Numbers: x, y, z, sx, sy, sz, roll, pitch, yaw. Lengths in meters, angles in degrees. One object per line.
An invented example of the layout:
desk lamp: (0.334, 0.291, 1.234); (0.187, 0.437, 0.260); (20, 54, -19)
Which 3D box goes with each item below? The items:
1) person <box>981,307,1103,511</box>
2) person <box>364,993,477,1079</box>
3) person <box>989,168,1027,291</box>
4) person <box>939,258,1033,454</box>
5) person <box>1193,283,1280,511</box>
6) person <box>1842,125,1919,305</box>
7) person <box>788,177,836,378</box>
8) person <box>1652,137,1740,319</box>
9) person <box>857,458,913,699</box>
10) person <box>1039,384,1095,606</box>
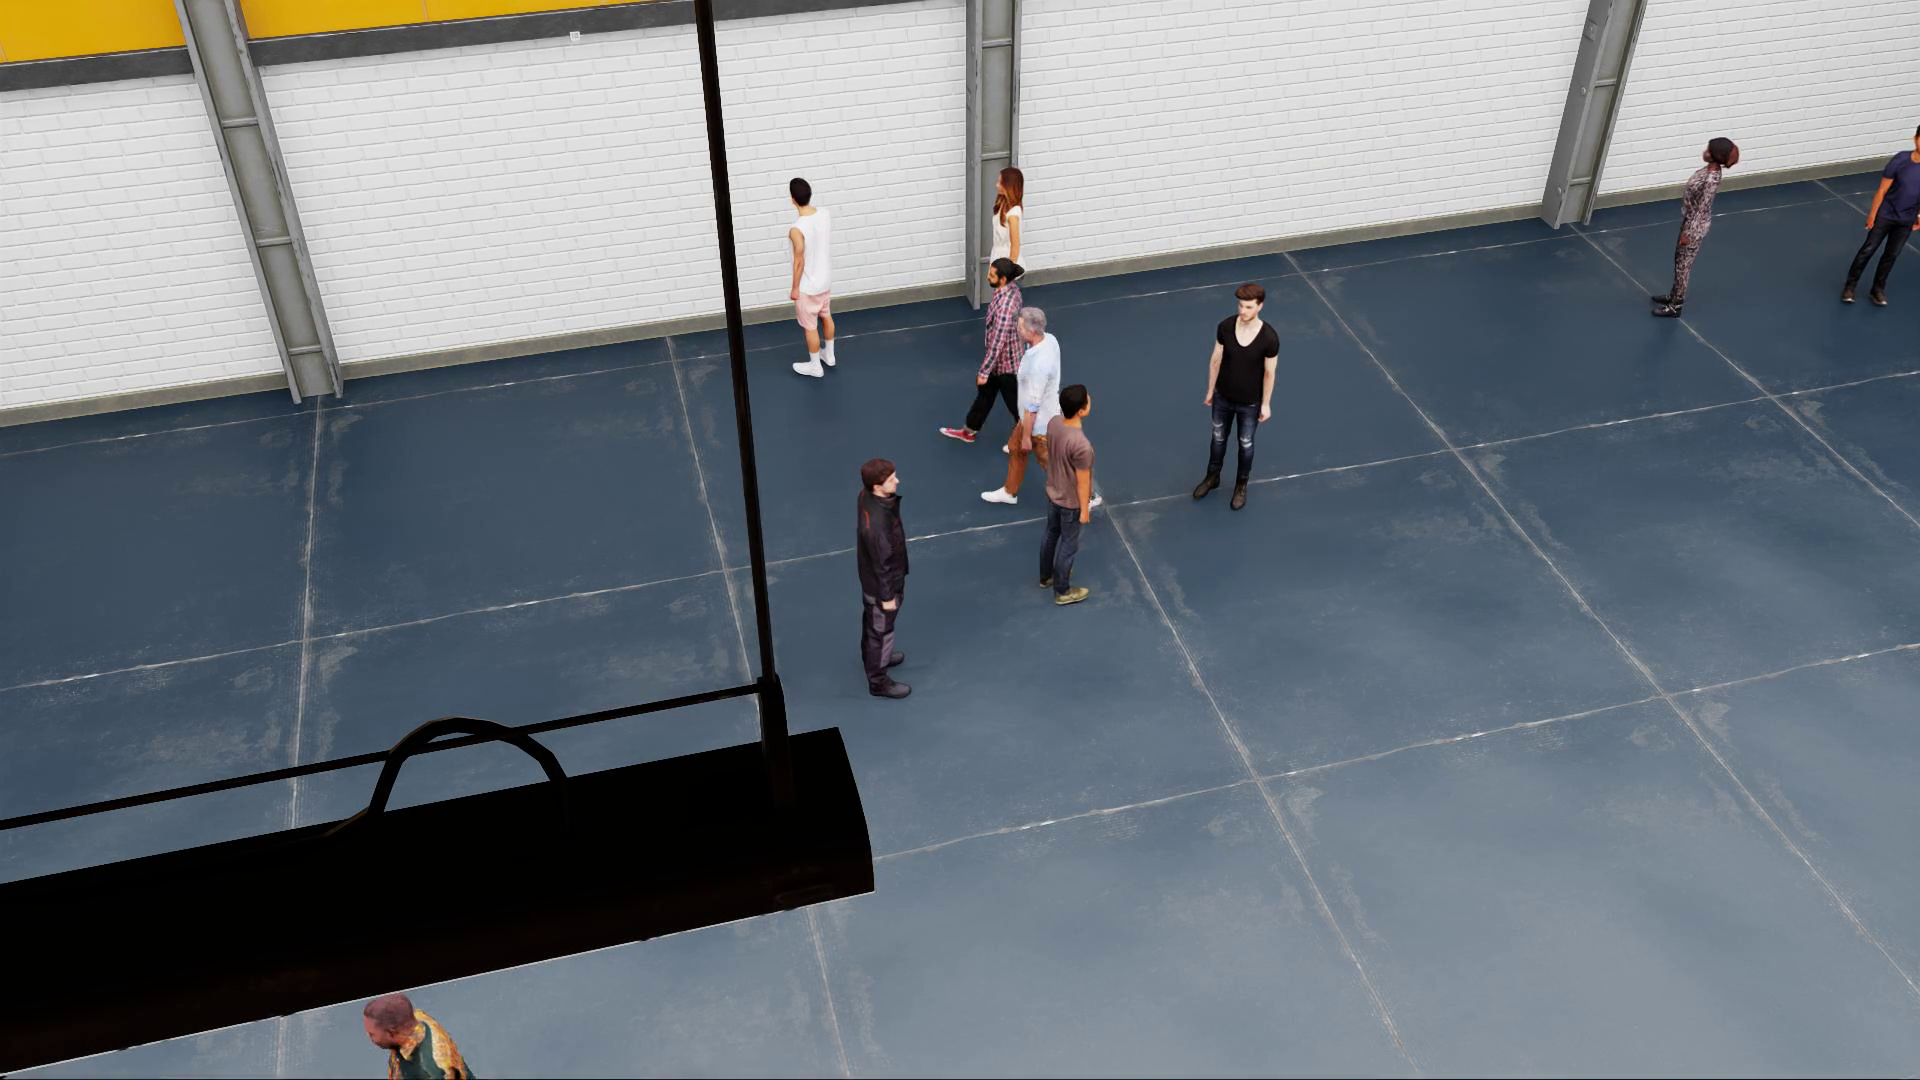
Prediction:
person: (0.681, -0.903, 12.391); (1.269, 1.782, 0.971); (4, 39, 5)
person: (-2.366, 2.720, 7.859); (1.089, 1.777, 0.950); (-30, 47, -32)
person: (0.430, -2.350, 14.202); (0.535, 1.785, 0.592); (-6, 39, -8)
person: (0.429, -1.412, 13.074); (1.101, 1.726, 0.835); (-3, 39, -4)
person: (2.113, -1.106, 12.555); (0.740, 1.896, 0.804); (19, 42, 22)
person: (8.415, -2.944, 14.943); (0.632, 1.787, 0.774); (5, 39, 7)
person: (-1.248, -2.205, 14.020); (0.782, 1.784, 0.710); (22, 43, 25)
person: (6.535, -2.788, 14.806); (0.725, 1.715, 0.684); (13, 40, 15)
person: (-0.528, 0.229, 10.929); (0.611, 1.838, 0.750); (-5, 39, -6)
person: (0.737, -0.324, 11.672); (0.607, 1.776, 0.665); (-17, 42, -20)
